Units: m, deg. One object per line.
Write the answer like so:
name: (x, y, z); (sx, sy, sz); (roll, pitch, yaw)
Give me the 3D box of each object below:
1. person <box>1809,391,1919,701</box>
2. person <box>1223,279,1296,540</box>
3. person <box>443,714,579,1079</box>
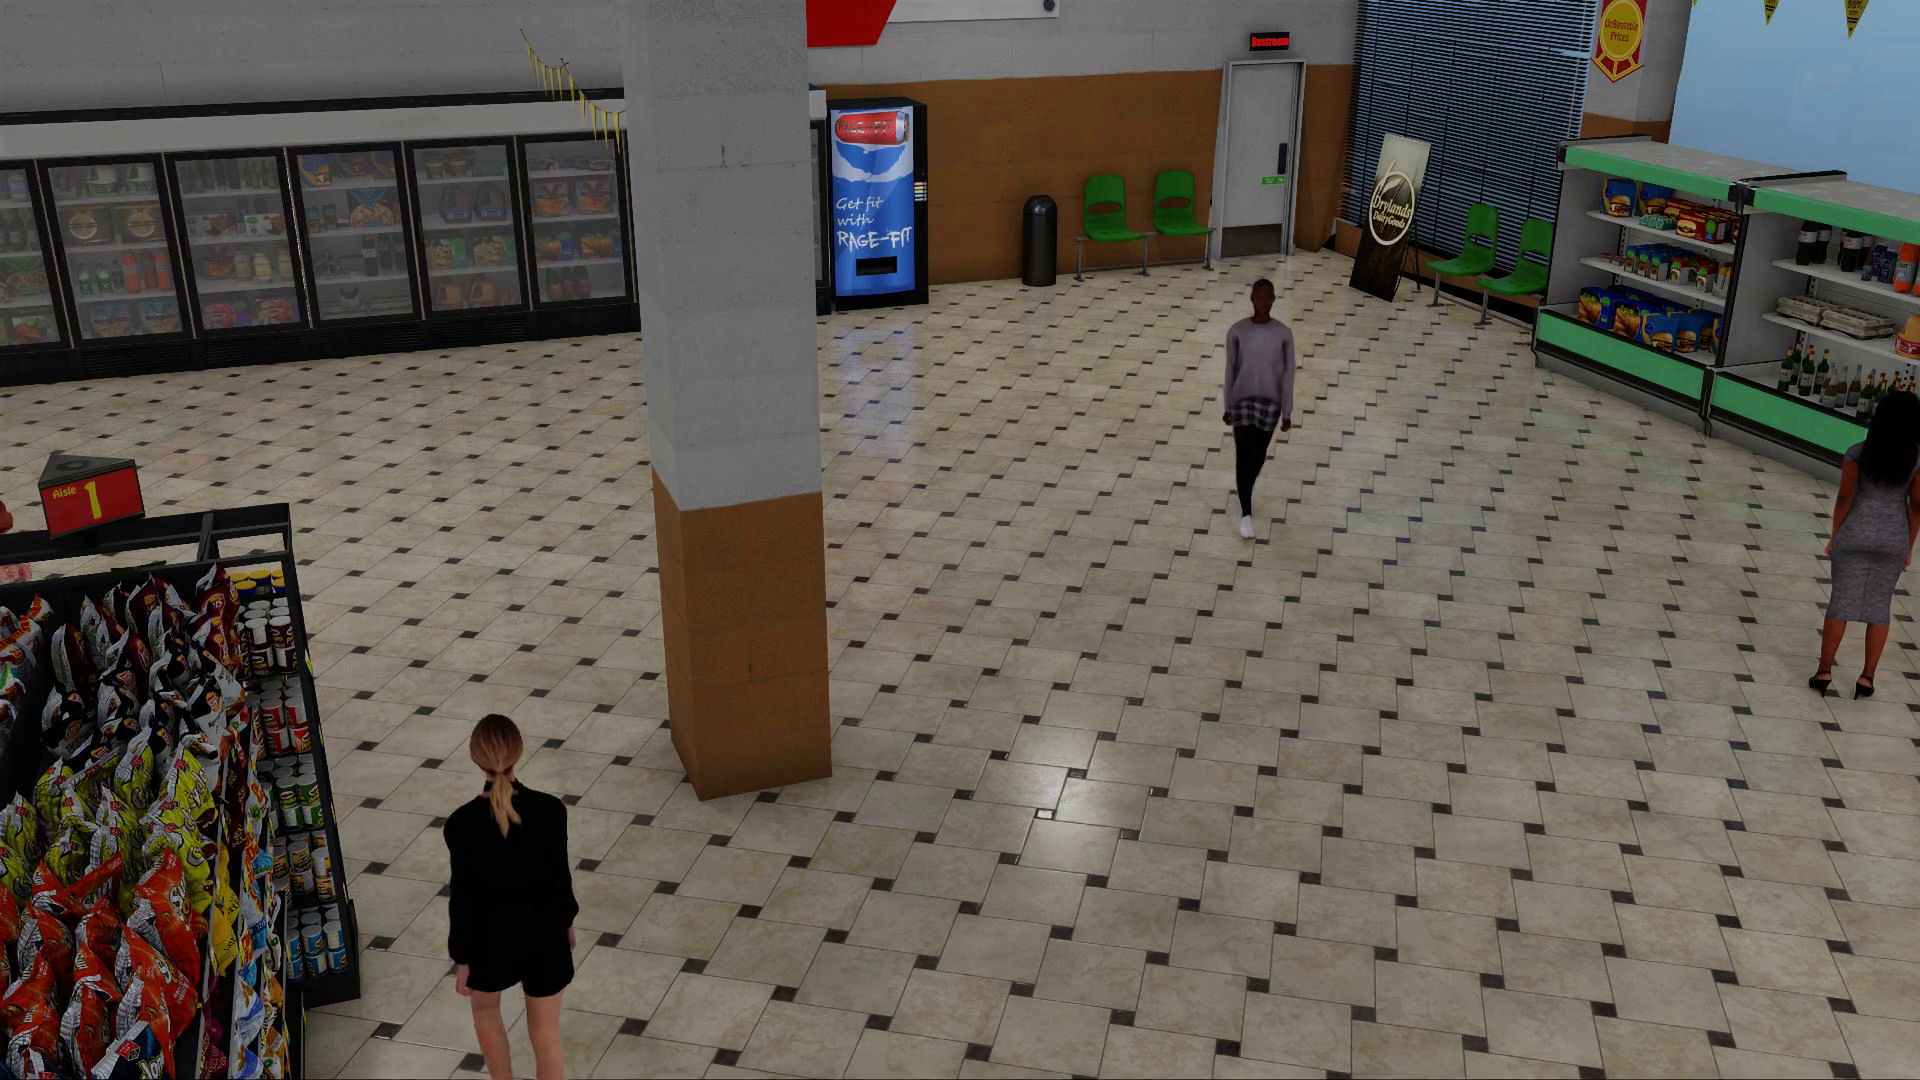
person: (4.985, 0.041, 9.101); (0.656, 1.781, 0.714); (10, 24, 23)
person: (2.073, -0.954, 11.639); (0.947, 1.735, 1.230); (2, 22, 5)
person: (-1.491, 1.447, 5.640); (0.619, 1.751, 0.626); (-10, 24, -23)
